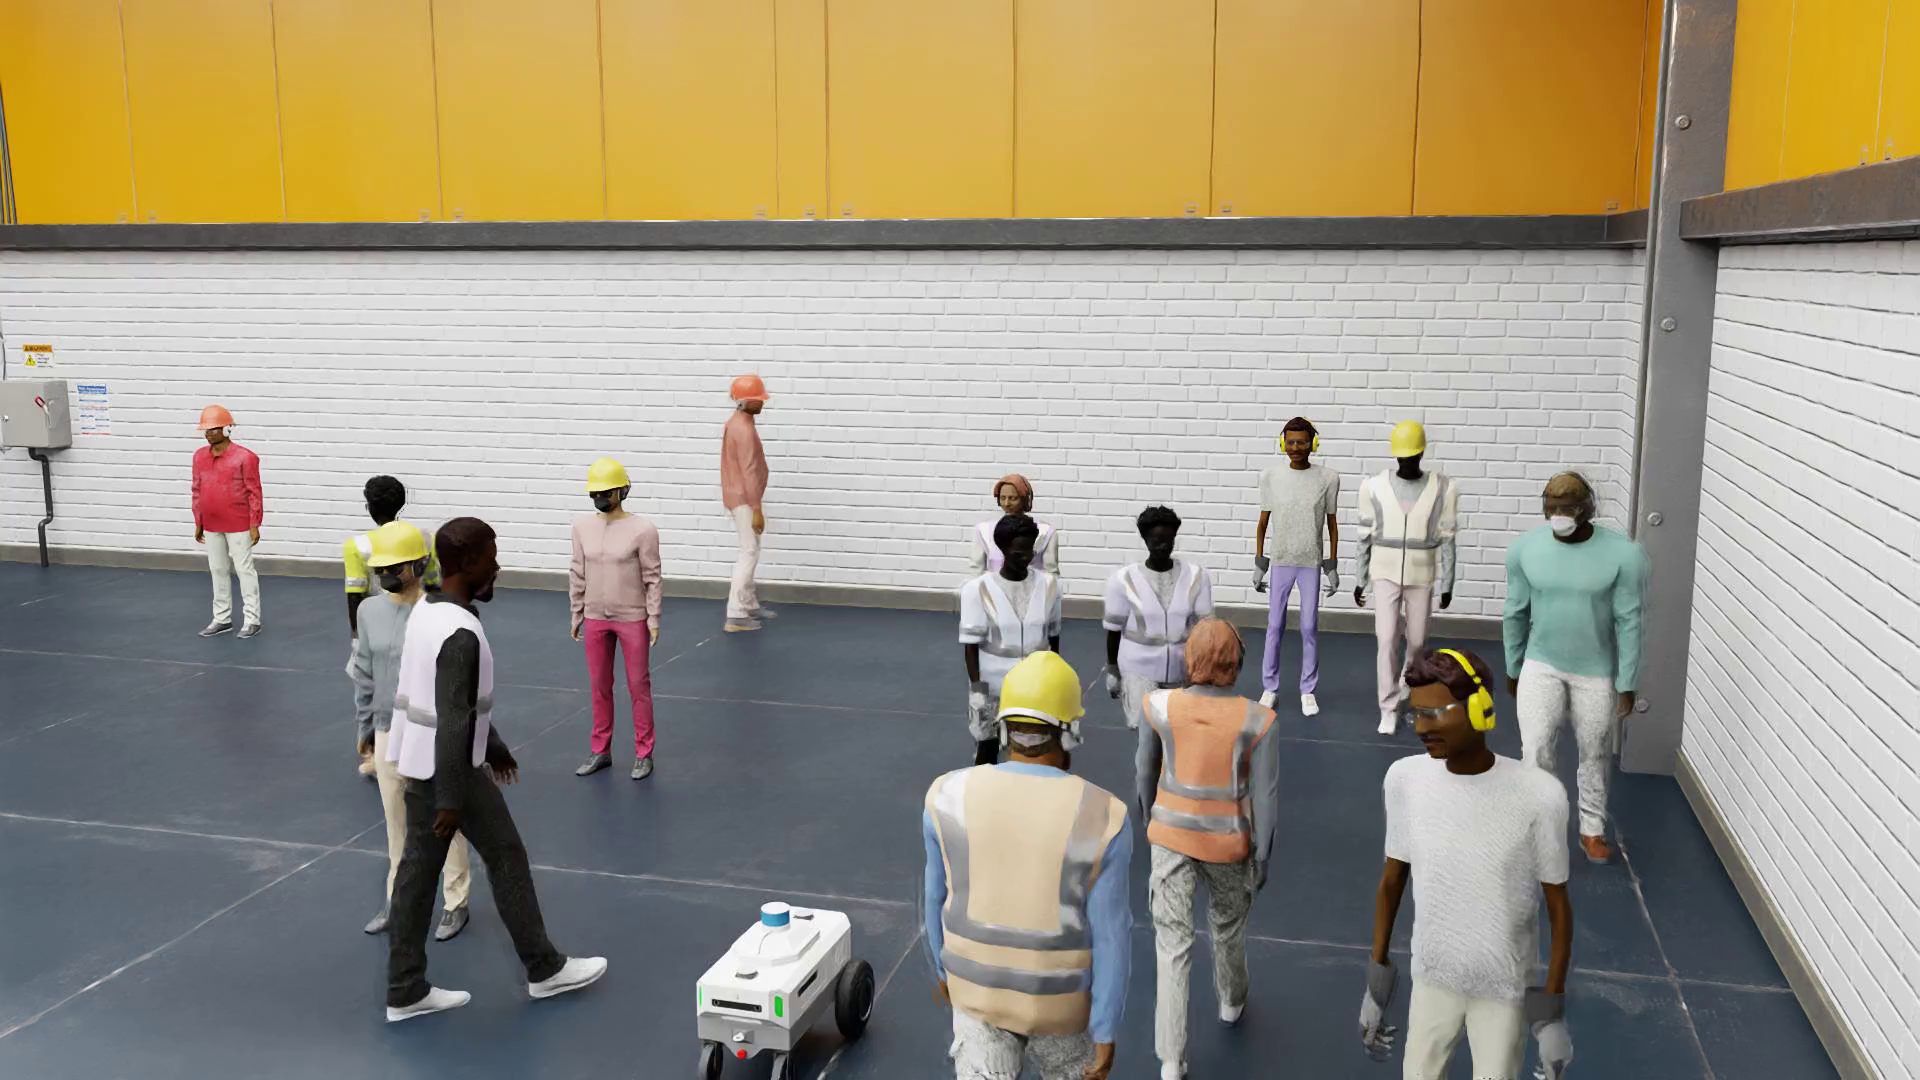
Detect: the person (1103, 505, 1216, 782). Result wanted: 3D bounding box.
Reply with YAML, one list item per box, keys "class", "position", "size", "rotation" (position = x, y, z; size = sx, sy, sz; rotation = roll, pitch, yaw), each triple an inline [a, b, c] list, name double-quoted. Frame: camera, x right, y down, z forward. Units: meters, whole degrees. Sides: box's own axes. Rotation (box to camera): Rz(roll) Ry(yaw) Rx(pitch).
- class: "person"
  position: [0.988, 0.645, 8.126]
  size: [0.543, 1.638, 0.881]
  rotation: [-2, 10, -12]

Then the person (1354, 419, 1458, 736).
- class: "person"
  position: [2.709, 0.192, 10.121]
  size: [0.590, 1.889, 0.786]
  rotation: [3, 10, 15]

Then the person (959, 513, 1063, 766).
- class: "person"
  position: [0.250, 0.688, 7.862]
  size: [0.541, 1.644, 0.851]
  rotation: [-3, 10, -15]

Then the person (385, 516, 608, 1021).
- class: "person"
  position: [-1.790, 0.844, 6.268]
  size: [0.904, 1.876, 0.590]
  rotation: [-6, 11, -33]

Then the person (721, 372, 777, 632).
- class: "person"
  position: [-1.632, -0.304, 12.777]
  size: [0.416, 1.990, 0.645]
  rotation: [-3, 10, -17]

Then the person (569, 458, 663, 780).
- class: "person"
  position: [-1.881, 0.432, 9.041]
  size: [0.534, 1.765, 0.323]
  rotation: [2, 10, 14]

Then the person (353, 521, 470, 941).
- class: "person"
  position: [-2.277, 0.793, 6.910]
  size: [0.534, 1.767, 0.318]
  rotation: [2, 10, 14]

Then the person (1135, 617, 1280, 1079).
- class: "person"
  position: [0.861, 1.060, 5.861]
  size: [0.511, 1.593, 0.846]
  rotation: [2, 10, 13]

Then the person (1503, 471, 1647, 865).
- class: "person"
  position: [2.816, 0.614, 7.678]
  size: [0.634, 1.897, 0.719]
  rotation: [5, 11, 29]

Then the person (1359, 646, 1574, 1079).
- class: "person"
  position: [1.354, 1.186, 4.423]
  size: [0.558, 1.841, 0.420]
  rotation: [7, 12, 35]

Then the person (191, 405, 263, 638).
- class: "person"
  position: [-5.490, -0.137, 12.422]
  size: [0.575, 1.749, 0.336]
  rotation: [2, 10, 14]

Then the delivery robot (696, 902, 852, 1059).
- class: "delivery robot"
  position: [-0.648, 1.526, 5.878]
  size: [0.477, 0.478, 0.707]
  rotation: [3, 10, 16]

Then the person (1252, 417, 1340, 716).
- class: "person"
  position: [2.087, 0.162, 10.320]
  size: [0.537, 1.869, 0.312]
  rotation: [2, 10, 14]

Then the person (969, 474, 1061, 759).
- class: "person"
  position: [0.303, 0.440, 9.359]
  size: [0.524, 1.639, 0.308]
  rotation: [2, 10, 14]

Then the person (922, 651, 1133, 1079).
- class: "person"
  position: [0.196, 1.185, 4.537]
  size: [0.594, 1.793, 0.831]
  rotation: [3, 10, 15]

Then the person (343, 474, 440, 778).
- class: "person"
  position: [-3.061, 0.484, 8.976]
  size: [0.544, 1.676, 0.528]
  rotation: [-7, 12, -36]
